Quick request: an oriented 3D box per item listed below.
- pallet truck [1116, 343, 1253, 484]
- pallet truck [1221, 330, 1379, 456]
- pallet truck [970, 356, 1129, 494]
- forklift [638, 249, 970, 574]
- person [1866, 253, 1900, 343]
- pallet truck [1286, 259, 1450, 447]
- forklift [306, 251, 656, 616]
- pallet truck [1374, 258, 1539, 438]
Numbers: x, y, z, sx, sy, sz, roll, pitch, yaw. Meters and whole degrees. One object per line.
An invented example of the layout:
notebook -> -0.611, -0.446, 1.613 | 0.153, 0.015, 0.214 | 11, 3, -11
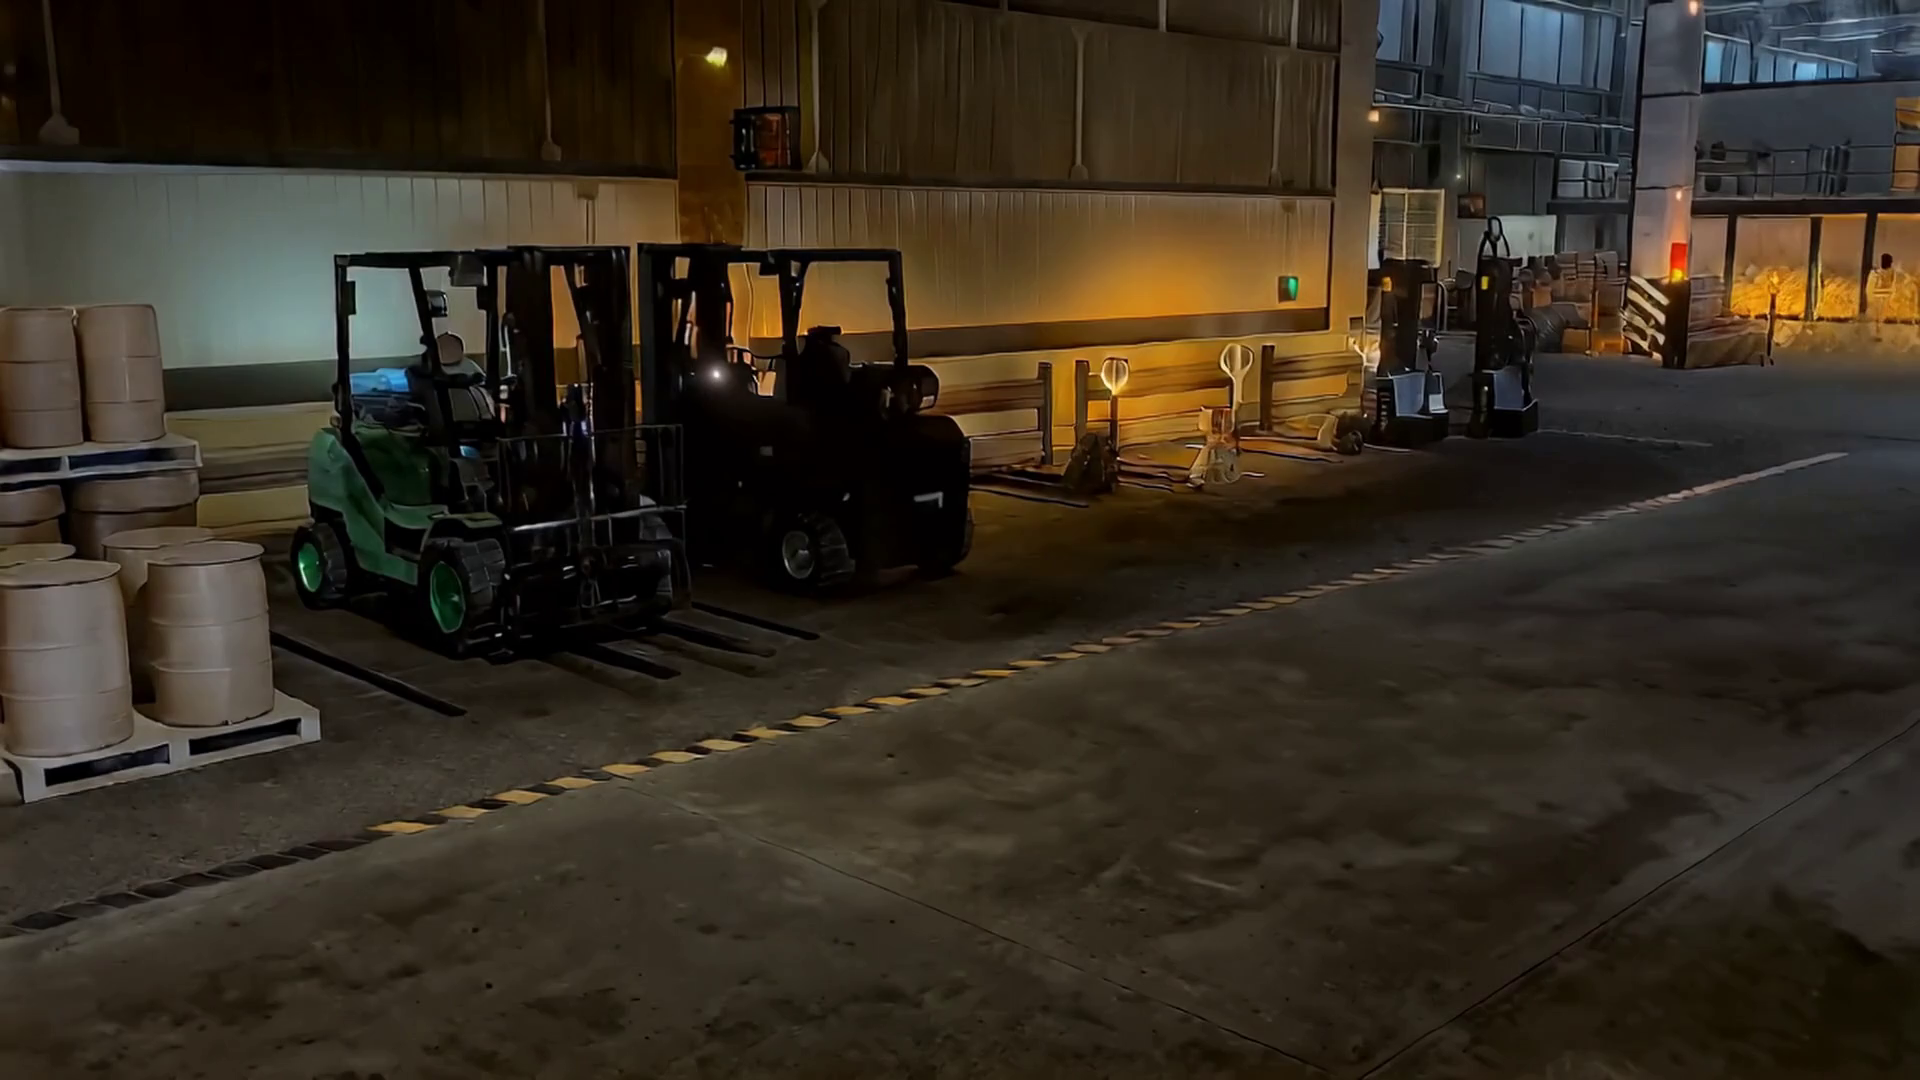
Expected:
pallet truck -> 1.962, -1.215, 15.415 | 1.522, 1.261, 0.704 | 10, 14, 43
pallet truck -> 3.563, -1.581, 17.381 | 0.653, 1.274, 1.630 | -10, 14, -44
pallet truck -> 0.784, -1.085, 14.876 | 0.680, 1.201, 1.601 | -10, 14, -44
forklift -> -1.173, -0.958, 11.239 | 2.680, 1.987, 1.157 | 10, 14, 43
person -> 19.129, -4.988, 34.433 | 0.598, 1.866, 0.619 | 0, 10, 1
pallet truck -> 4.493, -2.078, 18.196 | 0.823, 1.965, 1.885 | -9, 14, -40
forklift -> -2.833, -0.669, 9.694 | 1.157, 1.987, 2.680 | -10, 14, -44
pallet truck -> 5.704, -2.208, 18.901 | 1.885, 1.965, 0.823 | 10, 14, 43
